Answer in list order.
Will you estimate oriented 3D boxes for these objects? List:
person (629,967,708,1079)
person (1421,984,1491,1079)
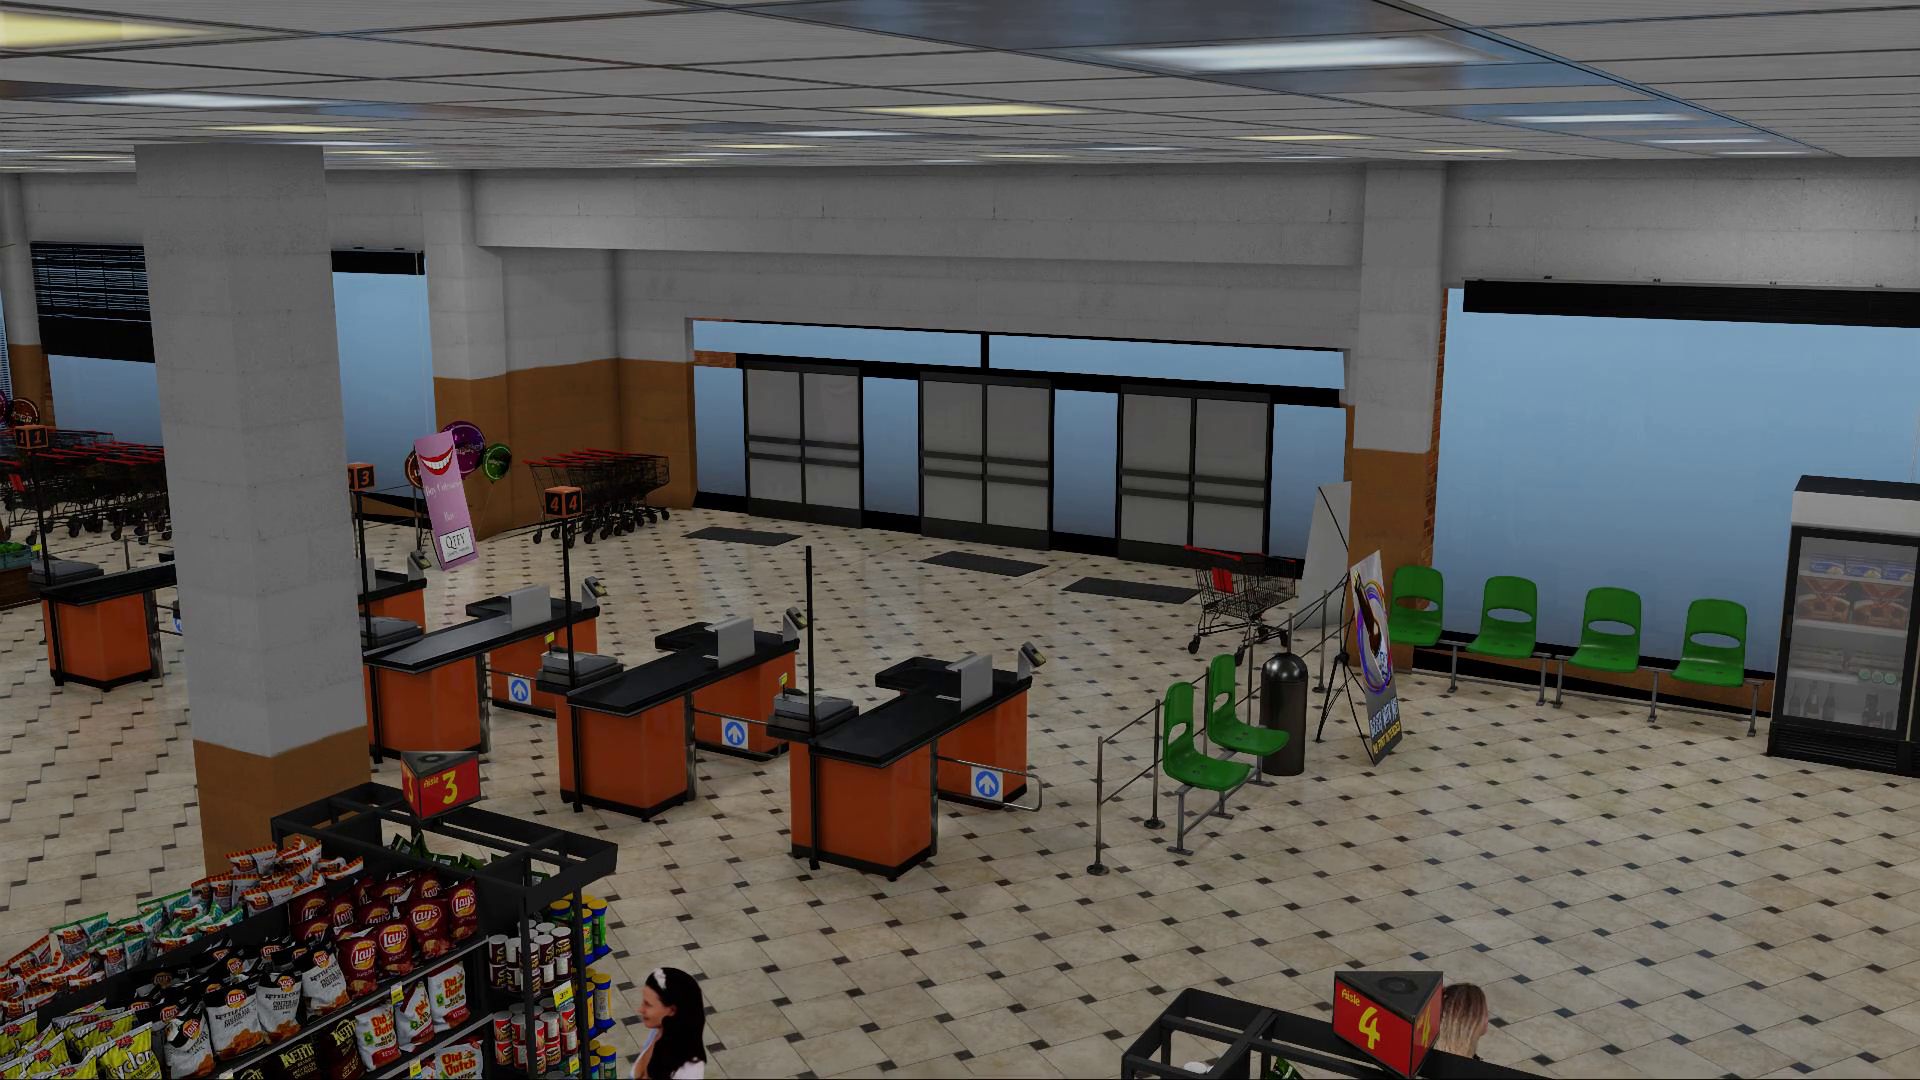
[{"bbox_3d":[-1.109,2.523,6.555,0.890,1.818,0.845,-6,13,-27],"label":"person"},{"bbox_3d":[1.882,2.586,6.621,1.037,1.667,1.067,-1,12,-6],"label":"person"}]
